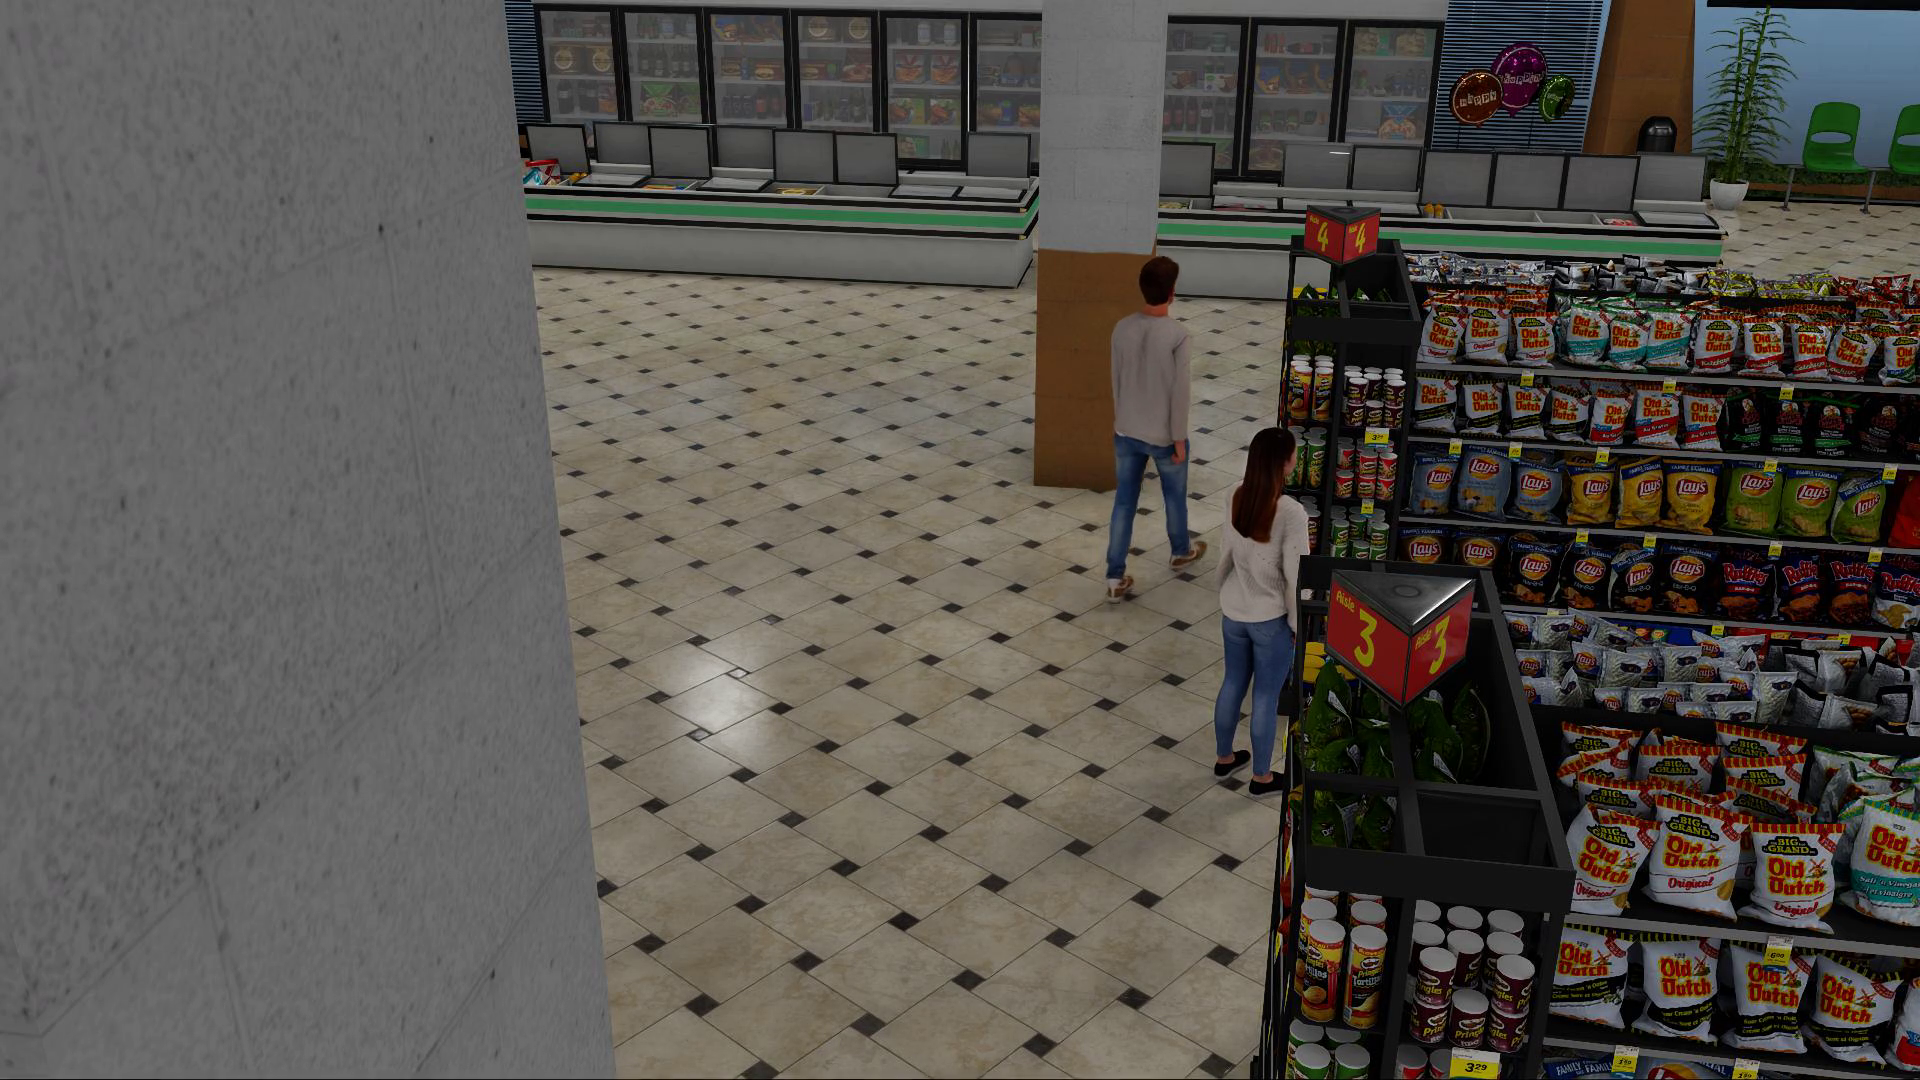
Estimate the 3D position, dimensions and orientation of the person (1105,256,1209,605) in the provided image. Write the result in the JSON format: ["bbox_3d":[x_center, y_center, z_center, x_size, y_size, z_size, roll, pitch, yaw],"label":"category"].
[{"bbox_3d":[0.977,-0.537,8.925,1.134,1.857,0.993,14,27,29],"label":"person"}]

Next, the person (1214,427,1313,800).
[{"bbox_3d":[1.299,0.315,7.184,0.763,1.692,0.693,-17,29,-34],"label":"person"}]
